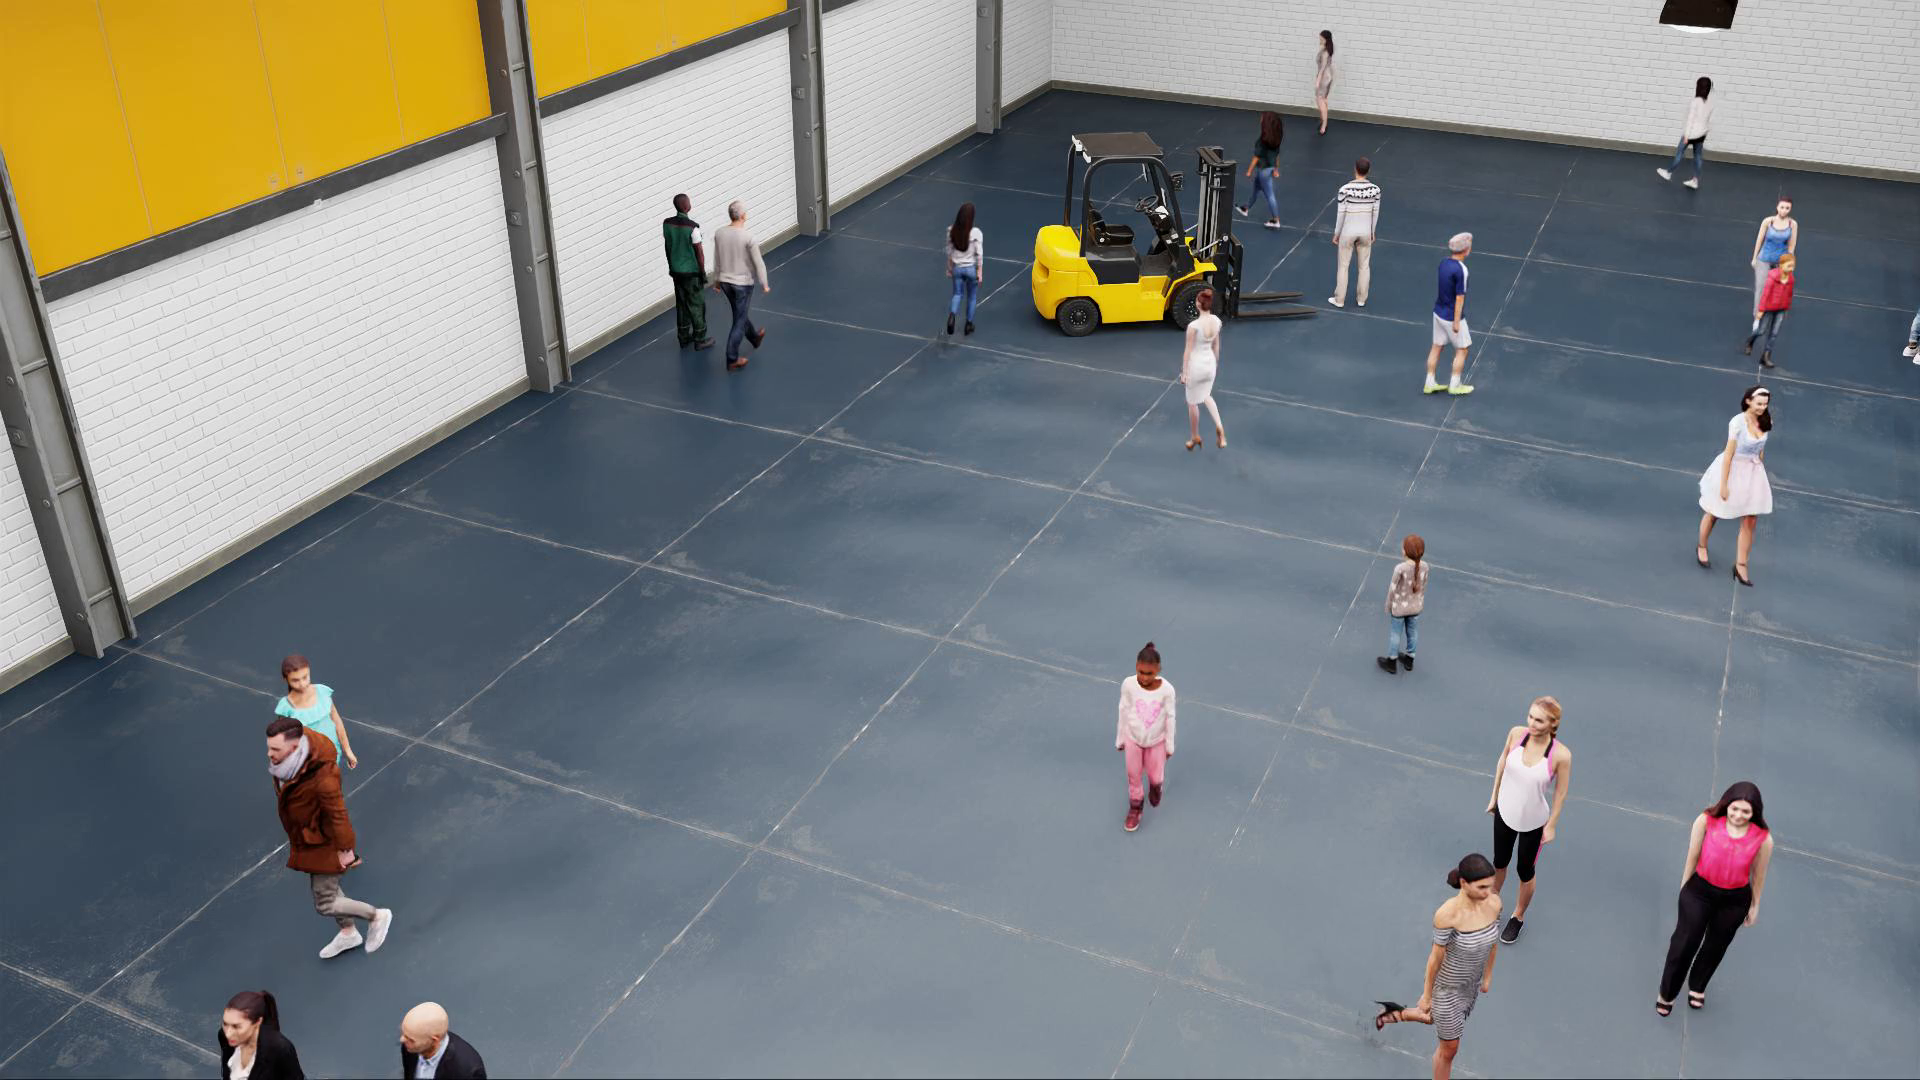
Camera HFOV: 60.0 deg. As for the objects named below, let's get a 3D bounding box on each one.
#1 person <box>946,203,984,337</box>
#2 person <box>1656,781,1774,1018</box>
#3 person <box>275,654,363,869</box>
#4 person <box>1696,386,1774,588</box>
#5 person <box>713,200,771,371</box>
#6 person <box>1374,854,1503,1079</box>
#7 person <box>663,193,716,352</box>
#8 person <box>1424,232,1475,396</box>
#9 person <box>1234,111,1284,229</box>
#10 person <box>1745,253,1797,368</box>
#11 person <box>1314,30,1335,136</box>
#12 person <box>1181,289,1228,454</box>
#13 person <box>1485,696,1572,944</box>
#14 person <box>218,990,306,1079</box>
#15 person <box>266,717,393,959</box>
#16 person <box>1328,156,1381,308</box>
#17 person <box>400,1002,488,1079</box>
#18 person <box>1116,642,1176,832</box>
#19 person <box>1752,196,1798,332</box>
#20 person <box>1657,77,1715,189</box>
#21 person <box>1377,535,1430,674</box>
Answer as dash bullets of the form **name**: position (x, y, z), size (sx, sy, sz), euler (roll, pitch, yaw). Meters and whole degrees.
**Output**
- **person**: position (0.028, -3.116, 19.457), size (0.639, 1.612, 0.861), euler (11, 30, 19)
- **person**: position (4.493, 2.087, 9.882), size (0.617, 1.648, 0.673), euler (9, 30, 16)
- **person**: position (-4.360, 1.422, 11.242), size (1.044, 1.513, 0.856), euler (-25, 37, -38)
- **person**: position (6.723, -0.543, 14.554), size (0.983, 1.791, 1.085), euler (-6, 29, -11)
- **person**: position (-2.537, -2.808, 18.637), size (0.826, 1.858, 1.179), euler (15, 32, 25)
- **person**: position (2.654, 2.403, 9.147), size (1.024, 1.796, 1.031), euler (-13, 31, -23)
- **person**: position (-3.149, -3.098, 19.188), size (0.694, 1.839, 0.615), euler (15, 32, 25)
- **person**: position (5.221, -2.418, 17.956), size (0.924, 1.823, 0.864), euler (-9, 30, -15)
- **person**: position (4.334, -5.133, 23.193), size (0.850, 1.576, 1.063), euler (22, 35, 34)
- **person**: position (9.209, -2.636, 18.896), size (0.707, 1.307, 0.822), euler (-2, 29, -4)
- **person**: position (6.071, -7.642, 27.646), size (0.751, 1.716, 0.467), euler (19, 34, 31)
- **person**: position (2.458, -1.628, 16.553), size (0.846, 1.781, 0.862), euler (-17, 33, -28)
- **person**: position (3.526, 1.723, 10.403), size (0.654, 1.787, 0.676), euler (-23, 36, -36)
- **person**: position (-3.443, 2.867, 8.460), size (0.591, 1.641, 0.938), euler (12, 31, 20)
- **person**: position (-3.849, 1.805, 10.219), size (0.846, 1.820, 0.888), euler (25, 37, 38)
- **person**: position (4.852, -3.768, 20.393), size (0.770, 1.861, 0.757), euler (-2, 29, -3)
- **person**: position (-2.480, 2.932, 8.177), size (0.692, 1.797, 0.604), euler (16, 32, 26)
- **person**: position (1.299, 1.320, 11.508), size (0.599, 1.437, 0.727), euler (9, 30, 16)
- **person**: position (9.703, -3.334, 19.893), size (0.676, 1.577, 1.071), euler (8, 30, 14)
- **person**: position (11.042, -6.061, 24.859), size (1.019, 1.609, 1.064), euler (-11, 31, -20)
- **person**: position (3.560, 0.506, 13.254), size (0.545, 1.193, 0.594), euler (-7, 29, -13)
